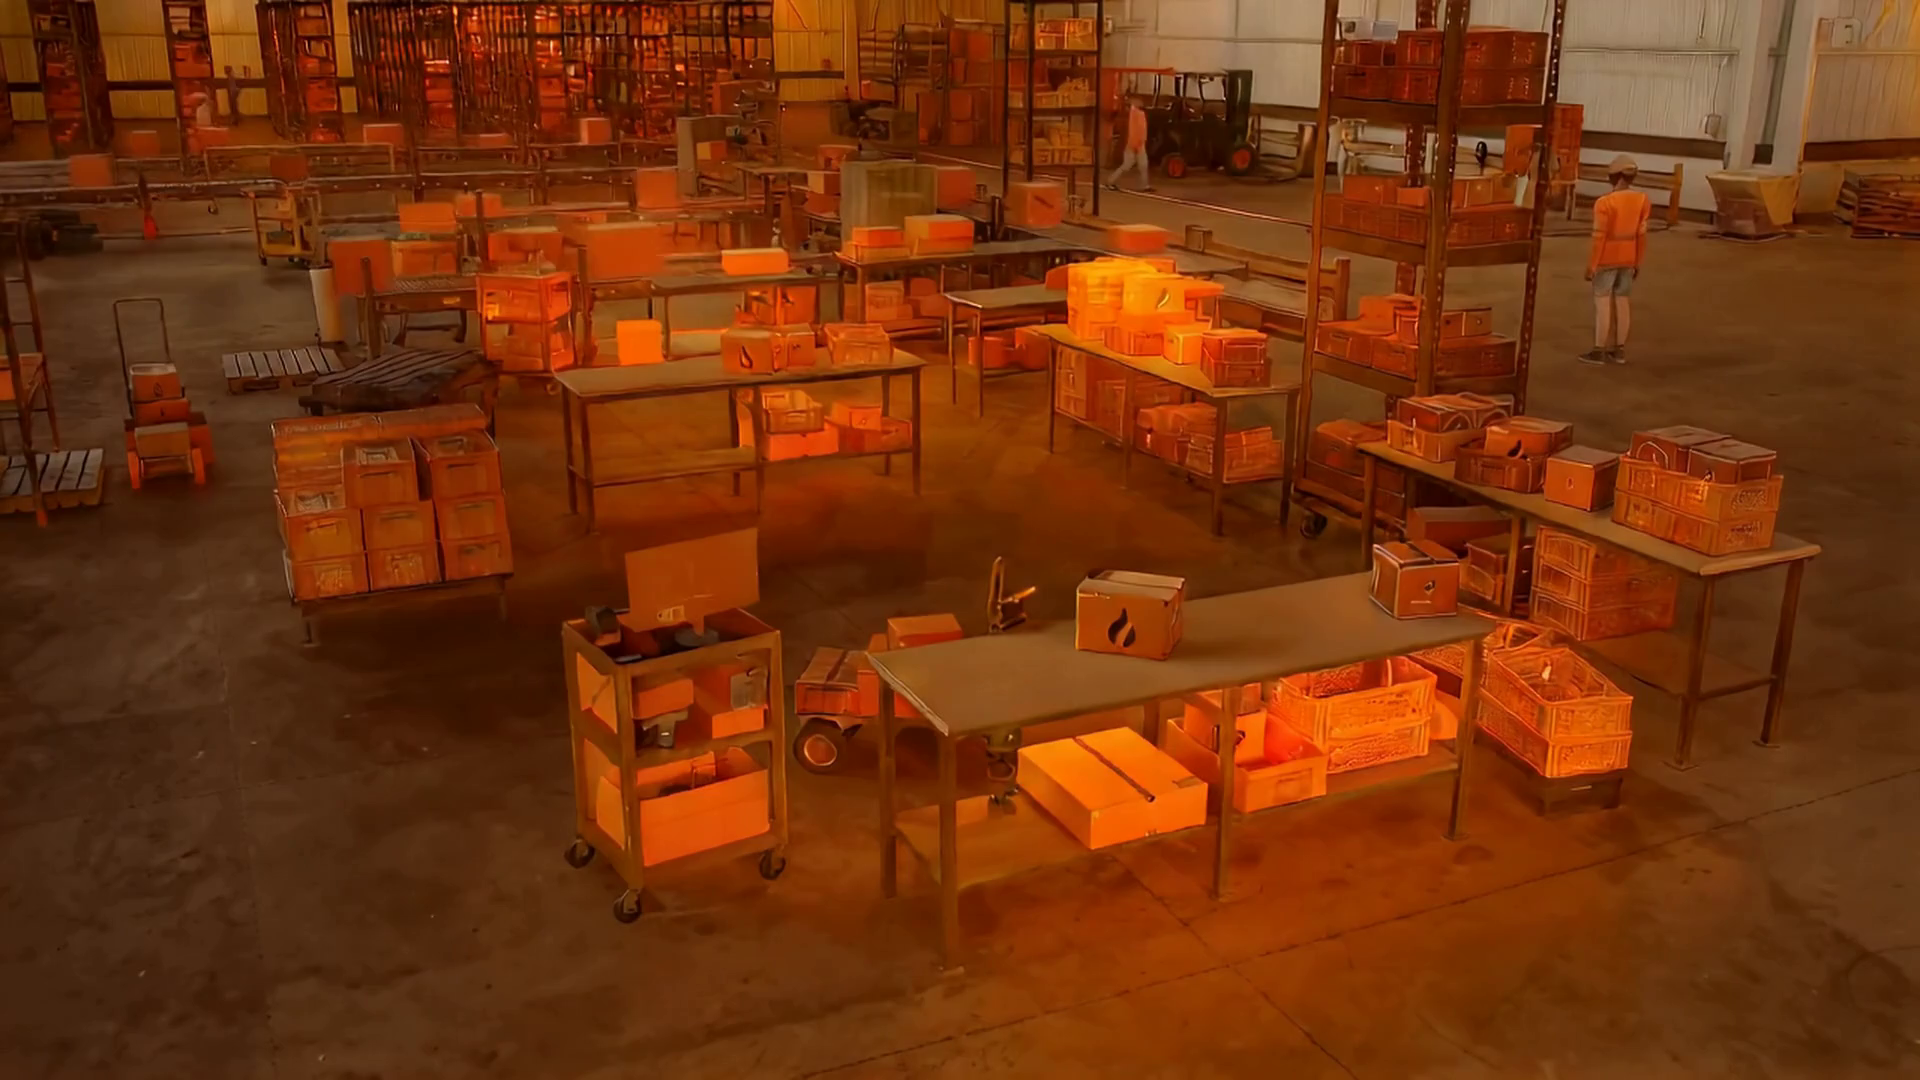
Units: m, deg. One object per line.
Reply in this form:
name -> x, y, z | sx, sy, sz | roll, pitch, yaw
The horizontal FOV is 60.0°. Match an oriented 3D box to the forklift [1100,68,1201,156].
forklift -> 4.082, -9.564, 37.410 | 2.680, 1.987, 1.157 | -8, 19, -23

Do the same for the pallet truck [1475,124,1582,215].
pallet truck -> 9.707, -6.455, 28.103 | 1.885, 1.965, 0.823 | -7, 19, -20

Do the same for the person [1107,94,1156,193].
person -> 3.328, -7.643, 32.053 | 0.886, 1.879, 0.654 | 8, 19, 24

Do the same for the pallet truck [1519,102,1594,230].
pallet truck -> 9.972, -6.037, 26.785 | 1.885, 1.965, 0.823 | -9, 20, -25

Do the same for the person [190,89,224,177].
person -> -16.053, -8.585, 35.138 | 0.813, 1.795, 0.603 | -5, 18, -15

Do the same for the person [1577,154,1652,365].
person -> 6.418, -2.745, 16.337 | 0.606, 2.047, 0.368 | -5, 18, -14

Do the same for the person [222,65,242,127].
person -> -21.984, -13.390, 50.216 | 0.459, 1.825, 0.594 | -12, 21, -33

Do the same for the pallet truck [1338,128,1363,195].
pallet truck -> 7.845, -7.140, 31.411 | 1.522, 1.261, 0.704 | -9, 20, -25

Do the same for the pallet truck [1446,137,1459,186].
pallet truck -> 9.184, -6.485, 29.328 | 1.630, 1.274, 0.653 | -8, 19, -23

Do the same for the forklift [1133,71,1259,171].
forklift -> 4.998, -8.936, 35.413 | 2.680, 1.987, 1.157 | -9, 20, -25

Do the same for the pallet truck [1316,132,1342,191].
pallet truck -> 7.723, -7.504, 32.656 | 1.601, 1.201, 0.680 | -8, 19, -23
